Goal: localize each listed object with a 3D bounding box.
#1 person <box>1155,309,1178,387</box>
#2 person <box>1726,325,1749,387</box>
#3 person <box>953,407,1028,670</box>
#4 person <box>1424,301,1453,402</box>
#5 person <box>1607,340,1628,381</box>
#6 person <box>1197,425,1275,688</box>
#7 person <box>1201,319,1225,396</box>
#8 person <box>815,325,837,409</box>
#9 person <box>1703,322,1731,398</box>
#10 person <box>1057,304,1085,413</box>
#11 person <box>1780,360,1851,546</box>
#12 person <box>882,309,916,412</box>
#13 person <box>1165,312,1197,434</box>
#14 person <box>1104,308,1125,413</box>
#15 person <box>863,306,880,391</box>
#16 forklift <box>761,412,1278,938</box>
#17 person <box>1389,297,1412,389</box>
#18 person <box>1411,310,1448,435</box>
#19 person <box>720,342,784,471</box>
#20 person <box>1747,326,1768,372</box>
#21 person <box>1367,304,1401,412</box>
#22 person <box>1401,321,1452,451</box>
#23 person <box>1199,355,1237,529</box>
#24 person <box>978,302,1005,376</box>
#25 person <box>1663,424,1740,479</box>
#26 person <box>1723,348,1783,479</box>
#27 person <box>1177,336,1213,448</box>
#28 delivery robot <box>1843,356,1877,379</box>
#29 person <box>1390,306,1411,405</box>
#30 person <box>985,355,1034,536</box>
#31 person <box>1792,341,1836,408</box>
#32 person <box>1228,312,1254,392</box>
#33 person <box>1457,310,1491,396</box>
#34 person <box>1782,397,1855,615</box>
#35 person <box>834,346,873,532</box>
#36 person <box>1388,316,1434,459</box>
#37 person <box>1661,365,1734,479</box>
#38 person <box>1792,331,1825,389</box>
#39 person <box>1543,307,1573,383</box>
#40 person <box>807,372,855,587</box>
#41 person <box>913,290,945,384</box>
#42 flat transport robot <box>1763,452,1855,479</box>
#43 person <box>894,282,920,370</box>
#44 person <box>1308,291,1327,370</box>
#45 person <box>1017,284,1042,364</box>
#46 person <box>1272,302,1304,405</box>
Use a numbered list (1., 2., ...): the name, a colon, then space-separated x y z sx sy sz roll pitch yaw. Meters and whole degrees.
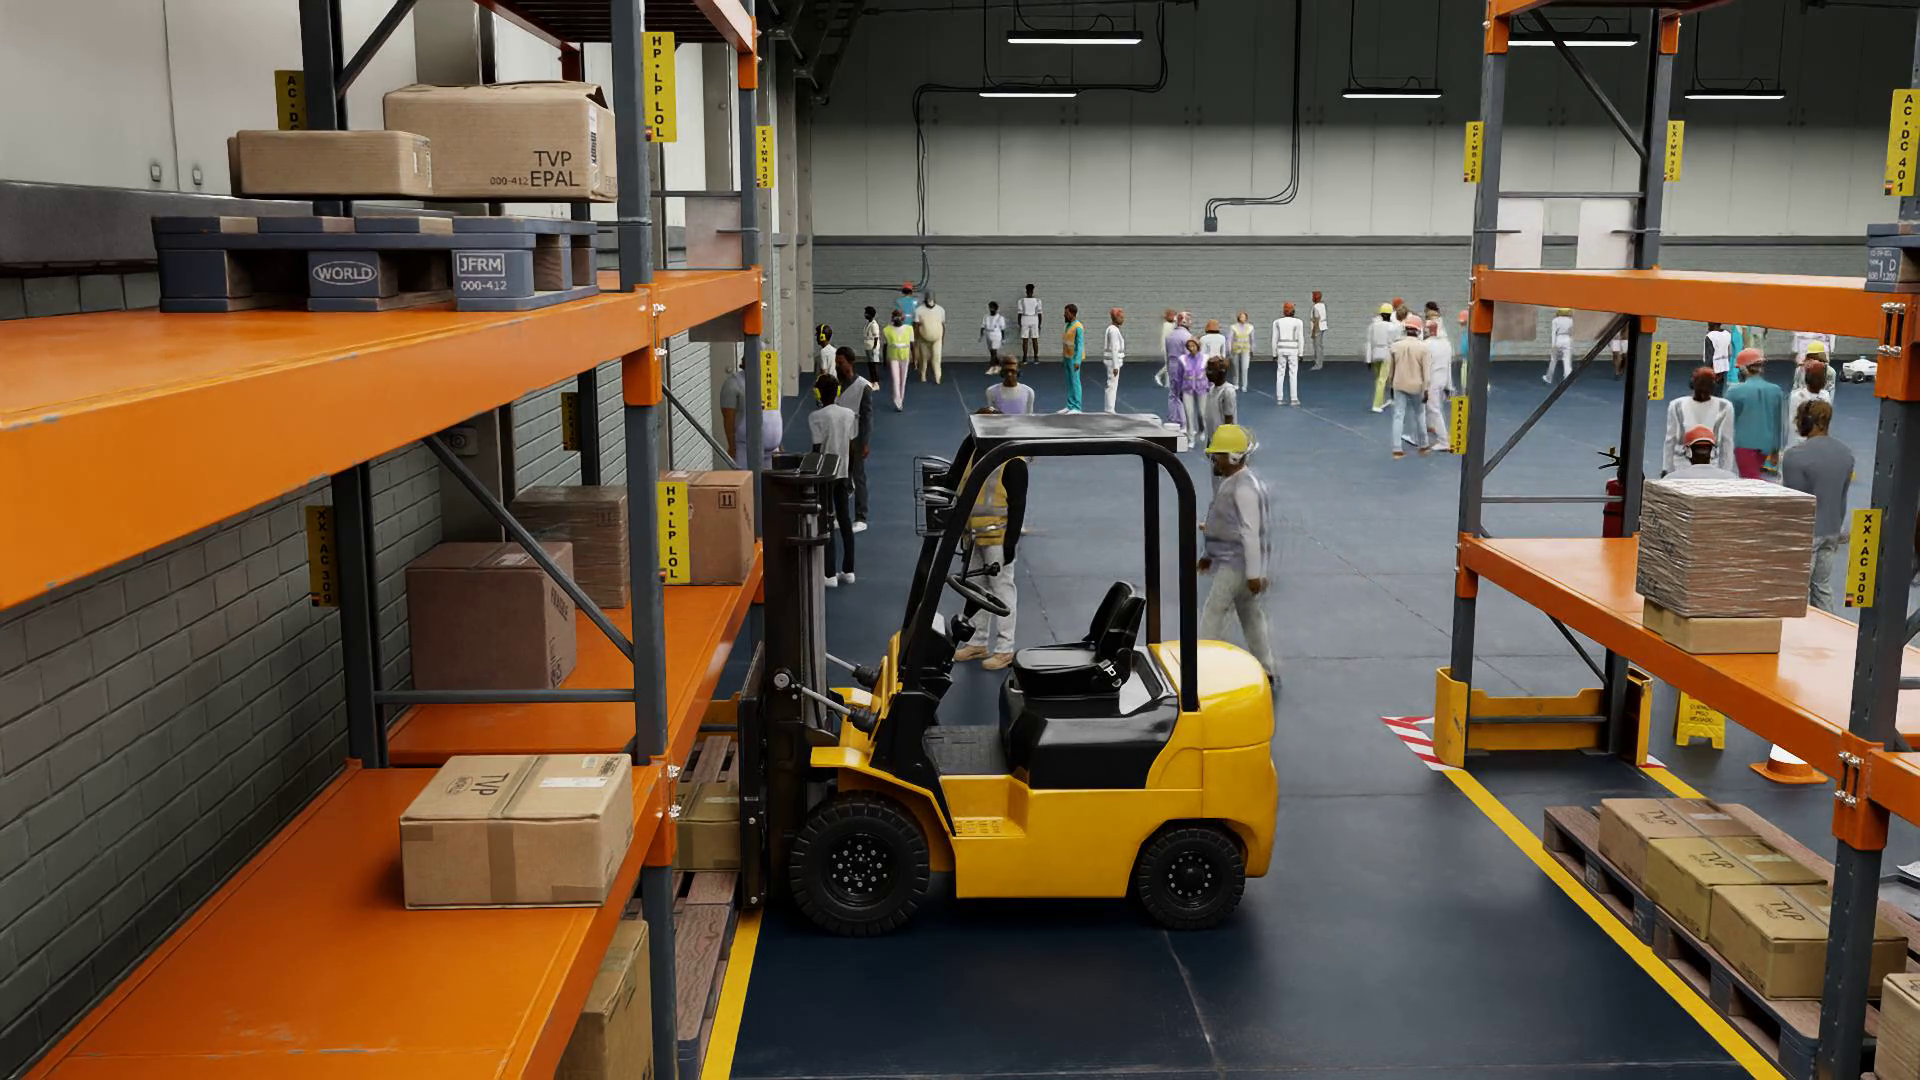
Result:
1. person: 4.286 -3.917 34.066 0.390 1.621 0.499 6 12 32
2. person: 16.123 -4.080 34.370 0.356 1.837 0.504 1 10 6
3. person: 0.196 -0.018 11.716 0.429 1.844 0.626 -8 13 -37
4. person: 8.770 -3.470 30.799 0.691 1.899 0.601 4 11 22
5. person: 14.254 -4.391 35.896 0.559 1.915 0.700 5 11 24
6. person: 1.713 0.130 11.036 0.894 1.790 0.599 1 10 4
7. person: 4.419 -3.046 29.162 0.507 1.632 0.264 -4 11 -23
8. person: -1.848 -2.020 22.830 0.331 1.862 0.502 2 10 14
9. person: 11.742 -2.601 25.888 0.587 1.920 0.392 -8 13 -38
10. person: 1.946 -3.122 28.791 0.378 1.917 0.598 -4 11 -20
11. person: 8.423 -0.864 16.464 0.589 1.829 1.007 -6 12 -29
12. person: -1.101 -3.208 29.586 0.565 1.810 0.936 -3 10 -14
13. person: 3.470 -2.604 25.952 0.401 1.904 0.646 -5 11 -25
14. person: 2.572 -2.920 27.767 0.337 1.881 0.585 0 10 0
15. person: -1.788 -3.851 33.463 0.317 1.697 0.540 -4 11 -22
16. forklift: 0.291 0.548 7.580 2.313 2.155 1.214 0 10 -2
17. person: 8.801 -3.948 33.512 0.586 1.871 0.460 1 10 6
18. person: 7.261 -2.585 25.741 0.627 1.941 0.371 -3 11 -18
19. person: -2.009 -0.988 16.566 0.683 2.000 0.536 -9 13 -40
20. person: 18.147 -4.727 37.920 0.525 1.849 0.589 6 12 32
21. person: 7.512 -3.209 29.348 0.589 1.882 0.977 9 14 42
22. person: 6.740 -2.227 23.995 0.667 1.847 1.005 -8 13 -36
23. person: 2.672 -0.982 17.119 0.349 1.837 0.502 -3 10 -14
24. person: 0.763 -4.541 37.441 0.529 1.655 0.891 7 12 33
25. person: 5.065 0.072 11.492 0.564 1.739 0.352 0 10 0
26. person: 7.851 -0.939 16.621 0.639 1.923 1.058 -2 10 -12
27. person: 3.419 -2.160 24.240 0.526 1.622 0.442 2 10 12
28. delivery robot: 19.125 -3.651 35.276 0.707 0.478 0.477 -2 11 -12
29. person: 8.068 -3.349 30.308 0.454 1.827 0.533 9 13 40
30. person: 0.502 -0.956 16.930 0.517 1.843 0.325 -1 10 -5
31. person: 10.792 -1.651 21.088 0.493 1.742 0.322 9 13 40
32. person: 5.634 -3.782 33.363 0.528 1.598 0.849 1 10 4
33. person: 9.587 -3.439 31.135 0.620 1.719 0.570 1 10 3
34. person: 5.867 -0.022 11.502 0.622 1.932 0.373 -5 11 -26
35. person: -1.142 -1.042 17.208 0.590 1.919 0.396 8 13 37
36. person: 6.297 -2.130 23.141 0.644 1.953 0.949 7 12 34
37. person: 6.906 -0.716 15.575 0.597 1.864 0.688 5 11 24
38. person: 16.148 -3.641 31.664 0.573 1.926 0.459 0 10 1
39. person: 12.556 -4.092 34.793 0.503 1.690 0.920 -1 10 -6
40. person: -1.132 -0.522 14.459 0.514 1.866 0.332 -10 14 -44
41. person: -0.666 -4.343 35.255 0.691 2.000 1.017 -2 10 -9
42. flat transport robot: 10.780 -0.971 21.399 0.652 0.197 1.431 -1 10 -5
43. person: -1.236 -5.006 38.944 0.615 2.041 0.392 -2 10 -10
44. person: 8.335 -4.868 38.718 0.396 1.847 0.564 5 12 28
45. person: 1.703 -5.285 40.711 0.612 1.963 0.363 -1 10 -6
46. person: 6.023 -3.420 30.545 0.572 1.886 0.353 5 11 26
